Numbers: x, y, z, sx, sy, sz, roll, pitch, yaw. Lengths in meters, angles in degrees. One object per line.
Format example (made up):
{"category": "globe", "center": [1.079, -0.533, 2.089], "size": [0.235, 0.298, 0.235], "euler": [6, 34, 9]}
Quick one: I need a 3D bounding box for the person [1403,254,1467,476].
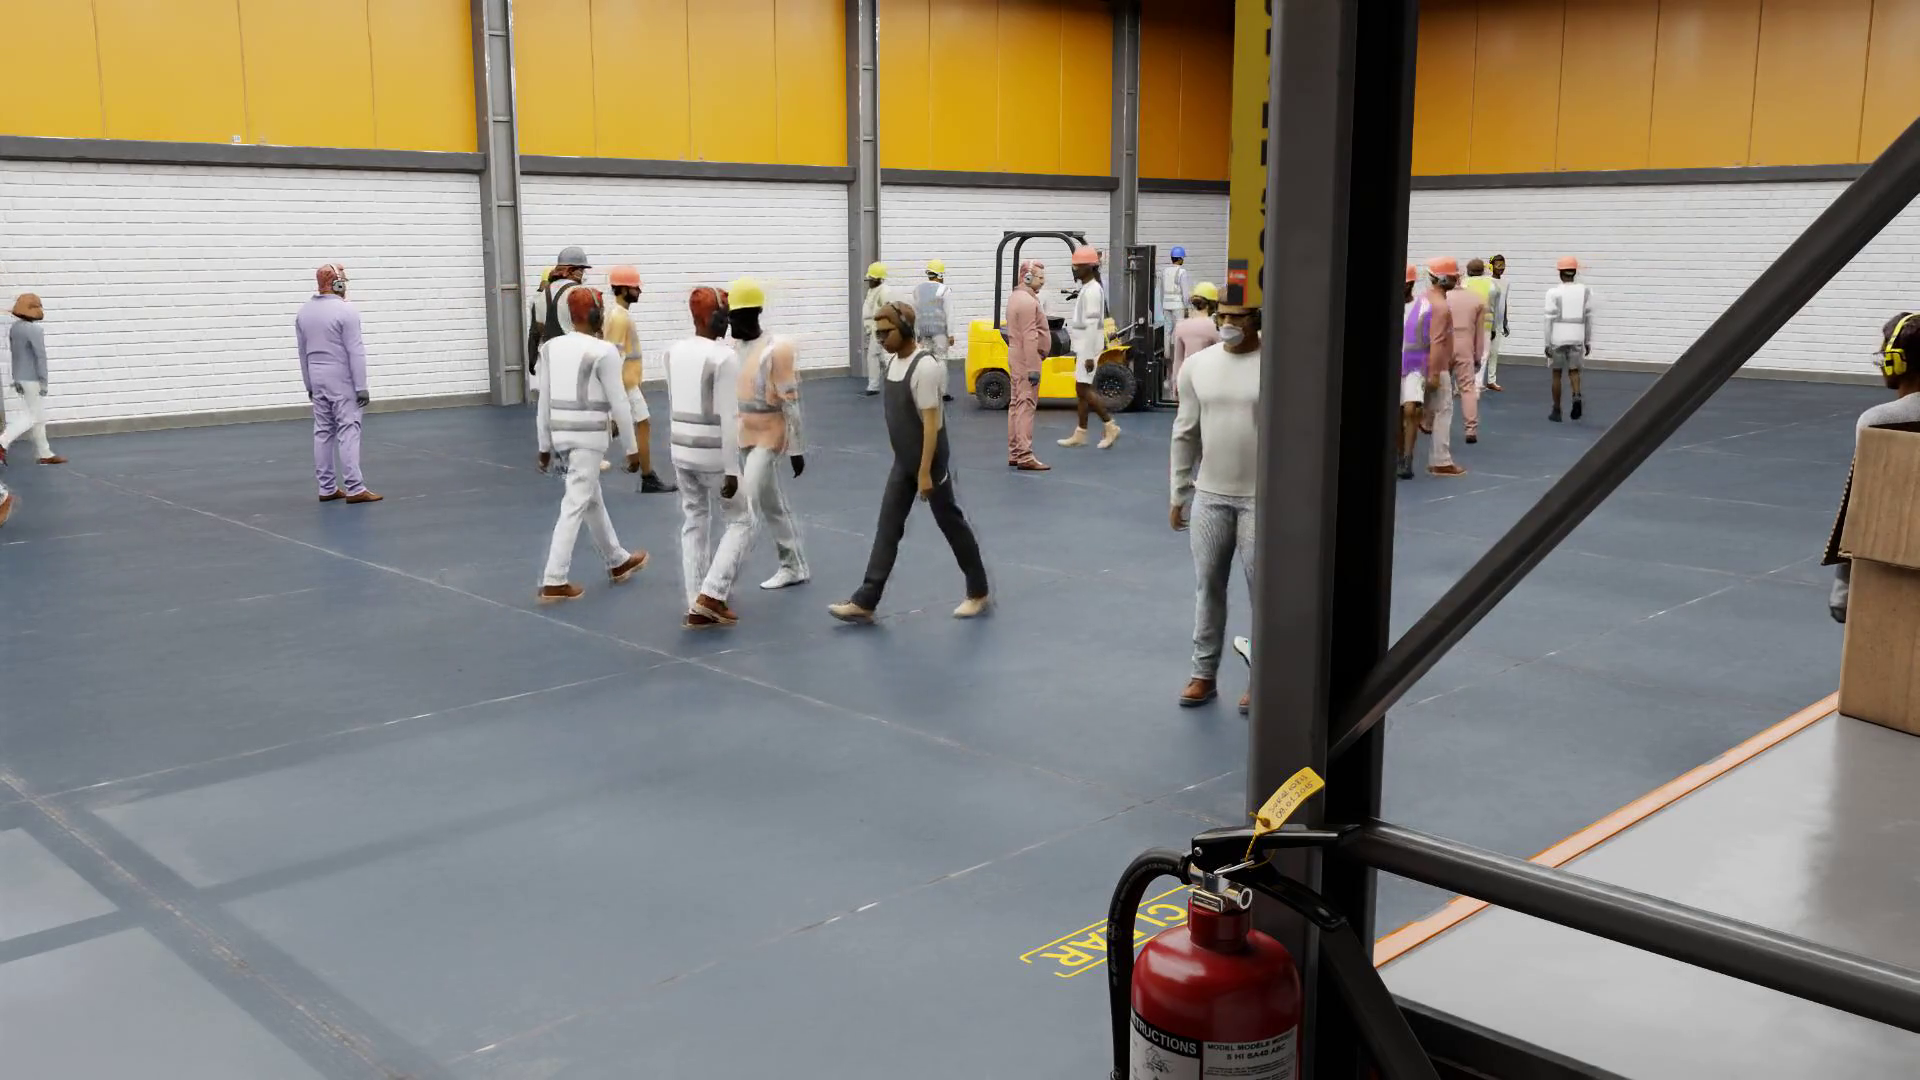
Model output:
{"category": "person", "center": [4.097, -1.542, 14.739], "size": [0.798, 1.974, 0.612], "euler": [-1, 10, -4]}

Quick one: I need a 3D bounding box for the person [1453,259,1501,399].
{"category": "person", "center": [6.761, -2.779, 21.898], "size": [0.634, 1.816, 0.694], "euler": [1, 10, 6]}

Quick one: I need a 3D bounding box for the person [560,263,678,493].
{"category": "person", "center": [-2.838, -1.313, 13.679], "size": [0.890, 1.913, 0.548], "euler": [-3, 11, -14]}

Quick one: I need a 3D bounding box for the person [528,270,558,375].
{"category": "person", "center": [-4.066, -1.854, 16.954], "size": [0.654, 1.790, 0.974], "euler": [1, 10, 3]}

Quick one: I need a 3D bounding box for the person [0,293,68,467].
{"category": "person", "center": [-8.603, -1.454, 15.254], "size": [0.509, 1.613, 0.670], "euler": [8, 13, 35]}

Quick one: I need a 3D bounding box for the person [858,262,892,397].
{"category": "person", "center": [-1.022, -2.766, 21.914], "size": [0.621, 1.787, 0.603], "euler": [-3, 11, -13]}

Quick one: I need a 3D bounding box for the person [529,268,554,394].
{"category": "person", "center": [-4.836, -2.342, 19.730], "size": [0.493, 1.741, 0.319], "euler": [-1, 10, -6]}

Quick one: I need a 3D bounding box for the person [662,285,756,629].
{"category": "person", "center": [-1.349, -0.430, 8.972], "size": [0.580, 1.872, 0.415], "euler": [8, 13, 37]}

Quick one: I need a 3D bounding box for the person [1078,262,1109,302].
{"category": "person", "center": [1.813, -2.912, 22.403], "size": [0.905, 1.906, 0.552], "euler": [9, 13, 39]}

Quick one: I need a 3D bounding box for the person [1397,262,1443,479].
{"category": "person", "center": [3.886, -1.480, 14.596], "size": [0.604, 1.899, 0.818], "euler": [7, 12, 32]}

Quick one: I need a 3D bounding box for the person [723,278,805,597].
{"category": "person", "center": [-1.272, -0.585, 9.773], "size": [0.965, 1.873, 0.622], "euler": [-10, 14, -42]}

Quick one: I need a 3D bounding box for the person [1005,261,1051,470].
{"category": "person", "center": [0.632, -1.592, 15.215], "size": [0.406, 1.902, 0.638], "euler": [-2, 11, -10]}

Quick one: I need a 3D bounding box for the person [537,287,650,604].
{"category": "person", "center": [-2.185, -0.578, 9.882], "size": [0.598, 1.822, 0.995], "euler": [7, 13, 35]}

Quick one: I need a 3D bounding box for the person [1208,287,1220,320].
{"category": "person", "center": [2.453, -1.728, 16.699], "size": [0.679, 1.618, 0.512], "euler": [-2, 11, -12]}

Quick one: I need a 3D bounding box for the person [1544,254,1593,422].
{"category": "person", "center": [6.922, -2.286, 18.931], "size": [0.570, 1.920, 0.530], "euler": [0, 10, 1]}

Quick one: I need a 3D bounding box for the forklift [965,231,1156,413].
{"category": "forklift", "center": [1.222, -2.721, 20.561], "size": [2.313, 2.155, 1.214], "euler": [2, 11, 13]}

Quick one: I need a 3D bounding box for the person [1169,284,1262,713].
{"category": "person", "center": [1.239, -0.191, 7.479], "size": [0.640, 1.936, 0.386], "euler": [6, 12, 28]}

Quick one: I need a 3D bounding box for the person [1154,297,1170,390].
{"category": "person", "center": [2.529, -2.864, 22.784], "size": [0.781, 1.643, 0.604], "euler": [2, 11, 9]}

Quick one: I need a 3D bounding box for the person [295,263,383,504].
{"category": "person", "center": [-4.965, -1.245, 13.297], "size": [0.638, 1.911, 0.402], "euler": [6, 12, 28]}

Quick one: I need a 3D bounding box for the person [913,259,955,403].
{"category": "person", "center": [-0.311, -2.672, 21.282], "size": [0.602, 1.830, 0.404], "euler": [7, 12, 34]}

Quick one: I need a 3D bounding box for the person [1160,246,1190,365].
{"category": "person", "center": [3.516, -3.800, 27.117], "size": [0.388, 1.947, 0.612], "euler": [-8, 13, -35]}

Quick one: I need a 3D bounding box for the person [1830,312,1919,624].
{"category": "person", "center": [3.386, 0.118, 6.004], "size": [0.516, 1.861, 0.322], "euler": [-3, 11, -14]}

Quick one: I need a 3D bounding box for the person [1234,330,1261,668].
{"category": "person", "center": [1.403, -0.137, 7.738], "size": [0.535, 1.715, 0.887], "euler": [-4, 11, -21]}

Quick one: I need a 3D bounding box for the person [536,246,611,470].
{"category": "person", "center": [-3.506, -1.659, 15.193], "size": [0.682, 2.000, 0.536], "euler": [9, 13, 39]}

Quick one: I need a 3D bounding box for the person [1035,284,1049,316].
{"category": "person", "center": [0.997, -3.055, 24.023], "size": [0.824, 1.595, 0.519], "euler": [9, 14, 40]}

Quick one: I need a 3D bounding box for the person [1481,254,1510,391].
{"category": "person", "center": [7.331, -2.969, 22.835], "size": [0.521, 1.859, 0.335], "euler": [-4, 11, -20]}

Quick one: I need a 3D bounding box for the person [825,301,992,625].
{"category": "person", "center": [-0.239, -0.413, 9.126], "size": [1.007, 1.780, 0.573], "euler": [-6, 12, -31]}

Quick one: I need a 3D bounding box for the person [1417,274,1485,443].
{"category": "person", "center": [5.161, -1.946, 17.444], "size": [0.658, 1.797, 1.152], "euler": [0, 10, -1]}

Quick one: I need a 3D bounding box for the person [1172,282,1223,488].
{"category": "person", "center": [2.120, -1.320, 14.212], "size": [0.875, 1.729, 0.546], "euler": [-8, 13, -37]}

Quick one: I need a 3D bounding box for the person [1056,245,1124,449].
{"category": "person", "center": [1.290, -1.913, 16.614], "size": [0.557, 2.046, 0.623], "euler": [0, 10, 1]}

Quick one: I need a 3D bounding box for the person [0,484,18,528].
{"category": "person", "center": [-7.028, -0.949, 11.643], "size": [0.646, 1.920, 0.483], "euler": [4, 11, 22]}
